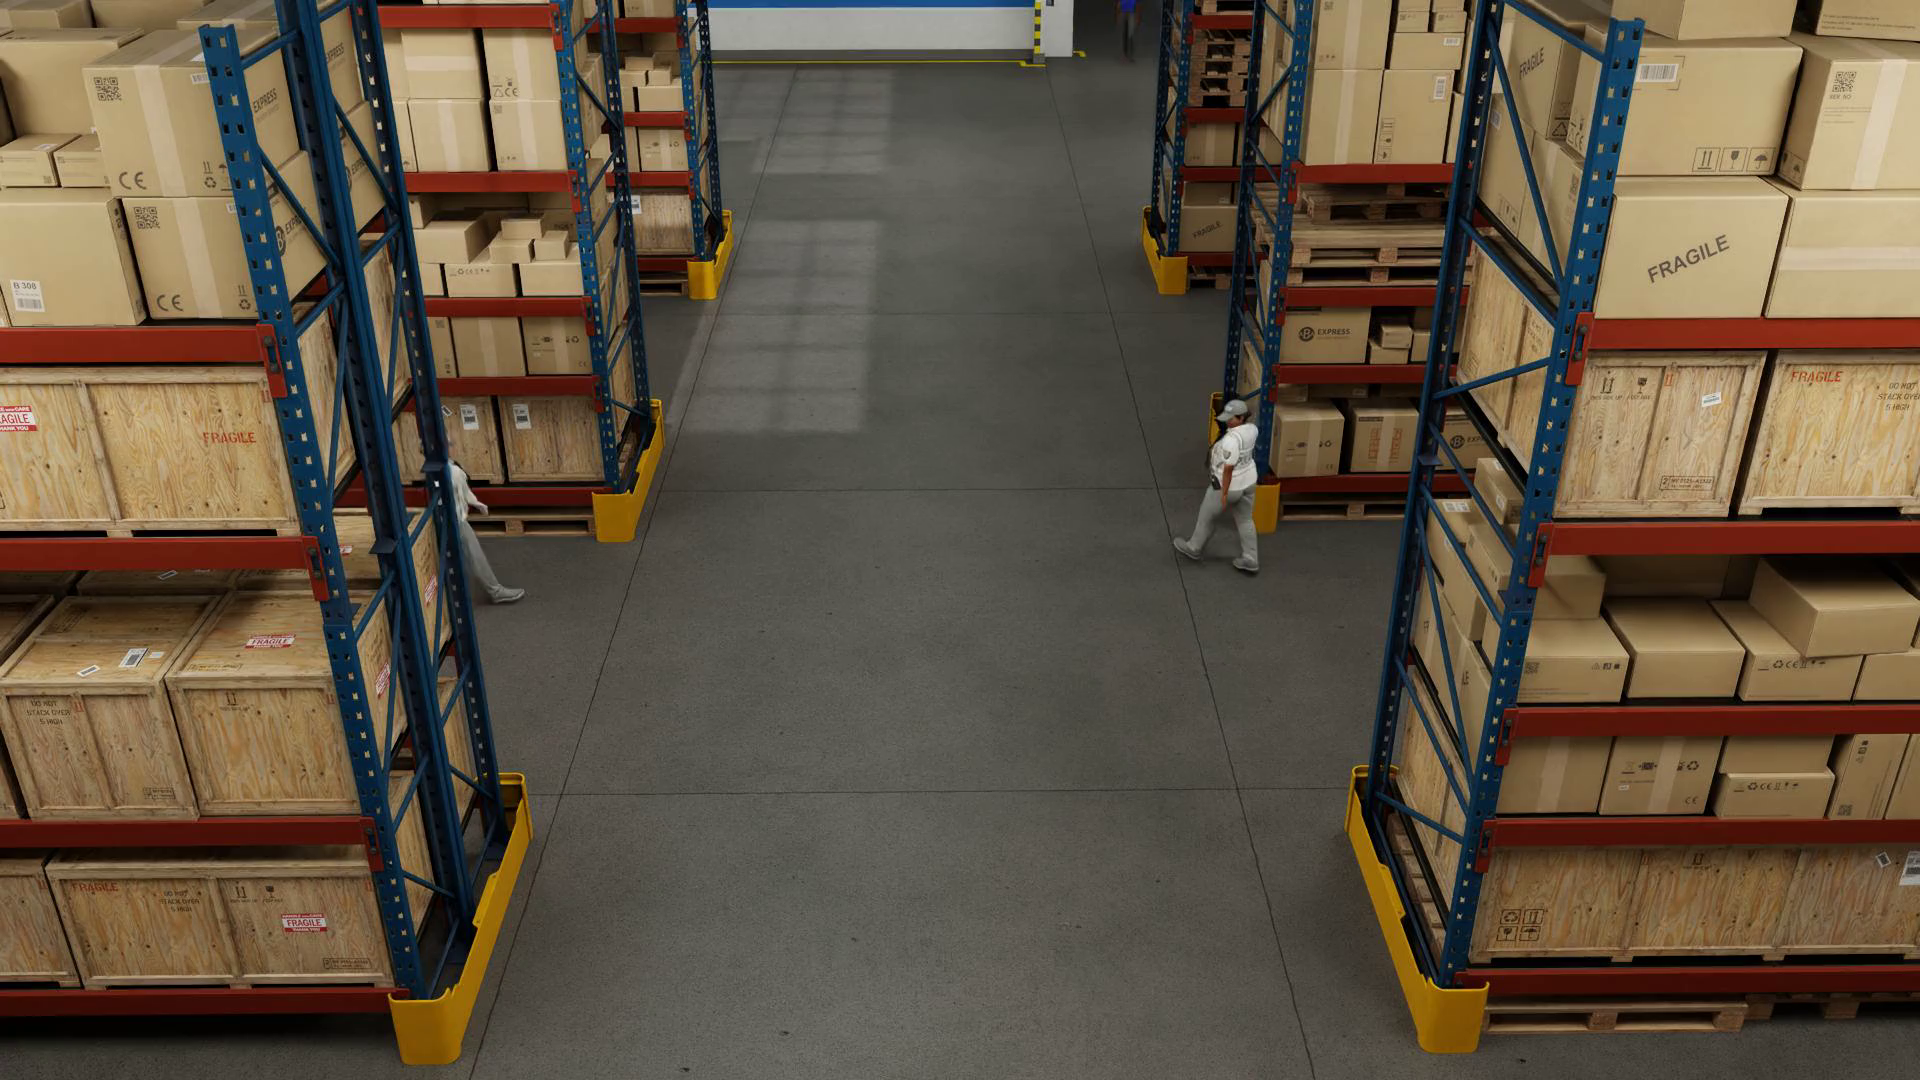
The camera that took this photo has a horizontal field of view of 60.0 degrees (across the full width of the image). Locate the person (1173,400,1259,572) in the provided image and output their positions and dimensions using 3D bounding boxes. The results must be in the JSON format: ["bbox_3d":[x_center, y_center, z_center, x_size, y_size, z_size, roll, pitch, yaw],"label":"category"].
[{"bbox_3d":[2.400,-0.534,14.990,0.507,1.637,0.838,-24,36,-37],"label":"person"}]

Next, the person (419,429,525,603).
[{"bbox_3d":[-4.341,-0.205,14.369,0.947,1.652,0.497,-6,29,-11],"label":"person"}]

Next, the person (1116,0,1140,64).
[{"bbox_3d":[3.365,-10.518,33.569,0.474,1.674,0.439,17,33,29],"label":"person"}]
